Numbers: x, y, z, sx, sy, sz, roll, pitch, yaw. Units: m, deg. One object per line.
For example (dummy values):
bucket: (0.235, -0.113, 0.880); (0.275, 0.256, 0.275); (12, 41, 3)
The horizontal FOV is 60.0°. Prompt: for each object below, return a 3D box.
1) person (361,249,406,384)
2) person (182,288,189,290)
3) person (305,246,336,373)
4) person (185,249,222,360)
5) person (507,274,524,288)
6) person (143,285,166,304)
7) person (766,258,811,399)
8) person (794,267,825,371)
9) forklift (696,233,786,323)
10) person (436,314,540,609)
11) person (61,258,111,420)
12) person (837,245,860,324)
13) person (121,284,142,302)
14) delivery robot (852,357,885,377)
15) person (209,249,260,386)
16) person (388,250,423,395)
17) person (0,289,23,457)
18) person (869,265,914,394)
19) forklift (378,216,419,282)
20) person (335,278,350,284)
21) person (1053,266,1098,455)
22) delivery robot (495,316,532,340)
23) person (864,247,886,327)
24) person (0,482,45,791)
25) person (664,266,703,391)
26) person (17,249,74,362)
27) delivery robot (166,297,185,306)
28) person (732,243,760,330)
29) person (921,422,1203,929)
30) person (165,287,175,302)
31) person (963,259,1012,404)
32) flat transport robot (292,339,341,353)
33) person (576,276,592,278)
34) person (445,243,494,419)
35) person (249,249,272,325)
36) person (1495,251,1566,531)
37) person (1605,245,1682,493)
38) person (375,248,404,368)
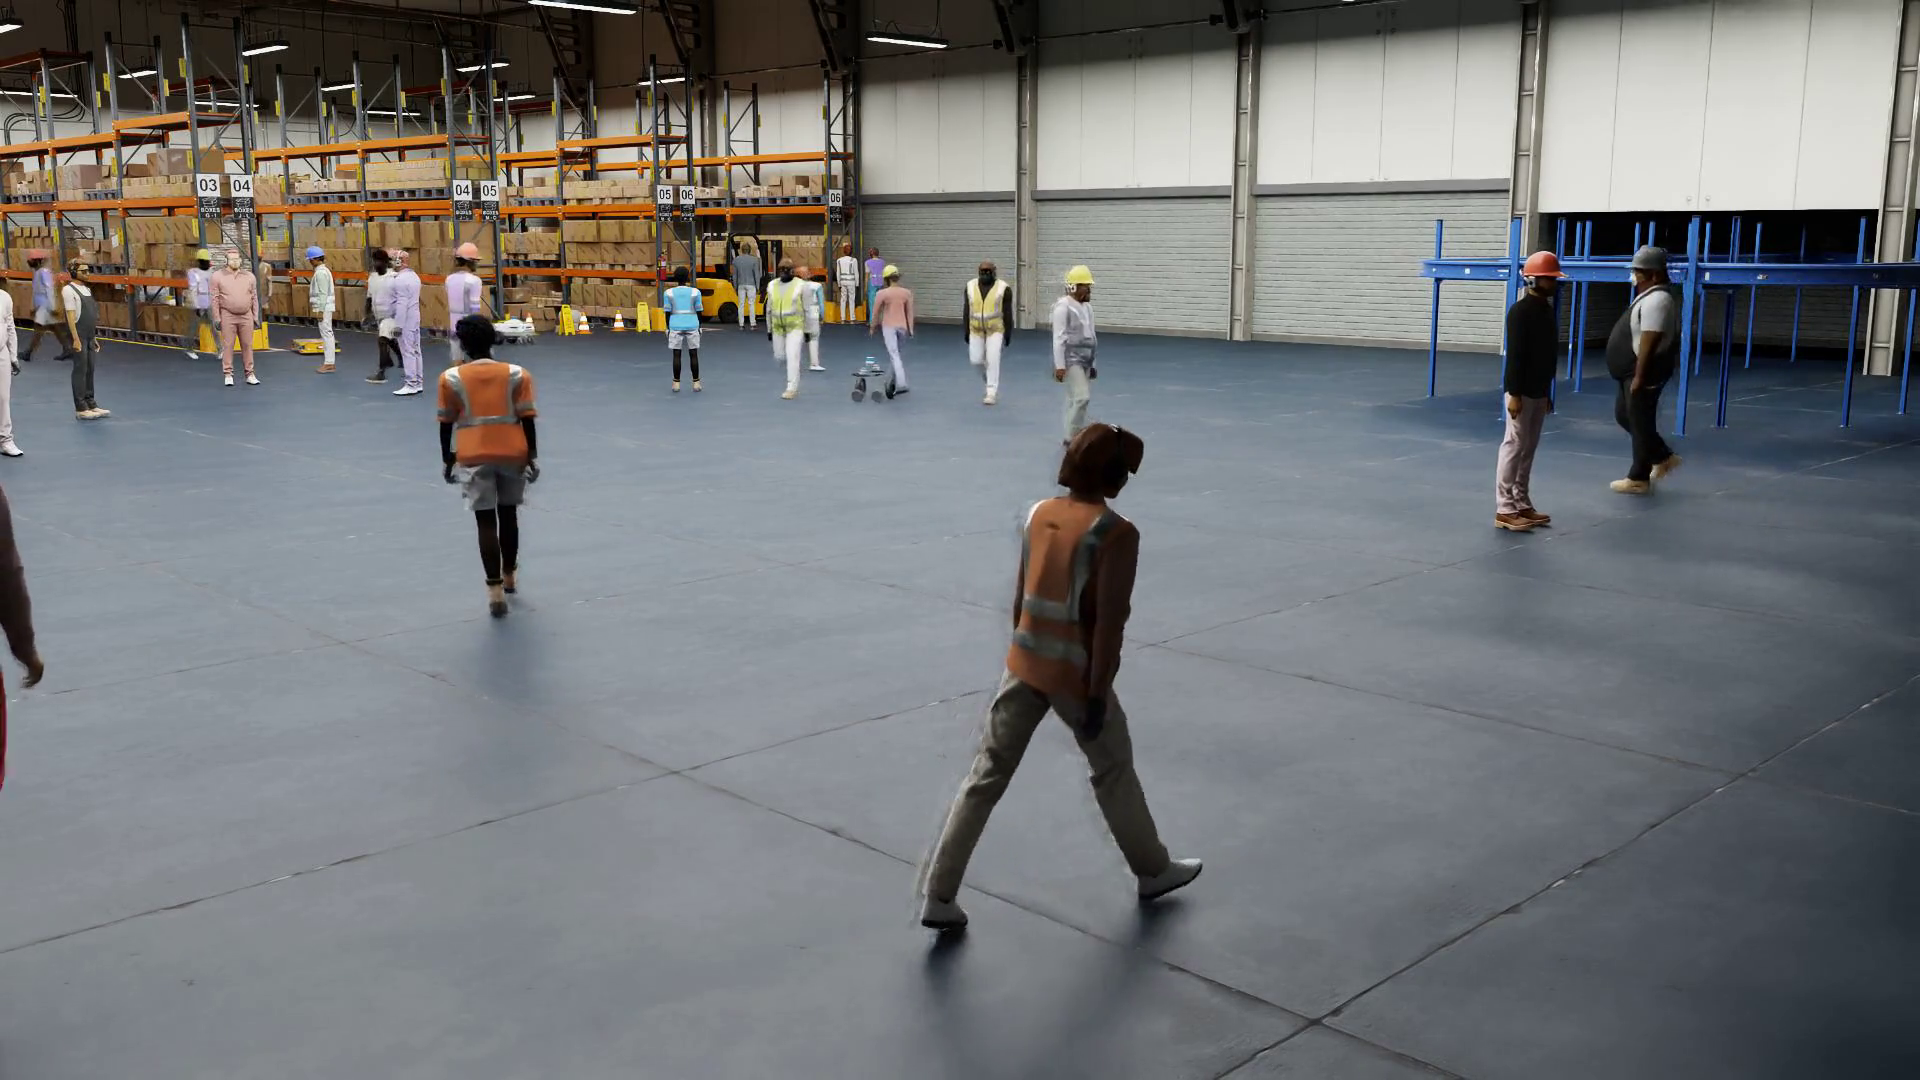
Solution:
person: (-8.299, -3.273, 24.220); (0.607, 1.927, 0.963); (7, 13, 35)
person: (-21.718, -7.336, 46.468); (0.854, 1.886, 0.598); (6, 12, 28)
person: (-9.888, -3.573, 25.789); (0.397, 1.939, 0.602); (-3, 11, -17)
person: (-12.932, -4.017, 28.392); (0.984, 1.886, 0.586); (6, 12, 29)
person: (-12.108, -7.126, 45.029); (1.051, 2.001, 0.619); (10, 14, 44)
person: (-18.032, -5.539, 37.275); (0.531, 1.659, 0.861); (-10, 14, -43)
person: (-2.227, -2.780, 21.820); (0.635, 1.815, 0.650); (4, 11, 20)
person: (-2.416, -3.446, 25.986); (0.611, 1.617, 0.352); (2, 11, 12)
forklift: (-5.496, -6.489, 41.108); (2.313, 2.155, 1.214); (-10, 14, -44)
person: (-2.701, -0.459, 9.539); (0.551, 1.649, 0.818); (-5, 11, -24)
person: (-10.166, -2.336, 19.300); (0.345, 1.846, 0.507); (-1, 10, -5)
person: (-2.667, -6.111, 39.781); (0.584, 1.882, 0.346); (5, 12, 27)
person: (-20.953, -6.402, 42.051); (0.497, 1.633, 0.283); (-8, 13, -37)
delivery robot: (-1.169, -2.253, 21.521); (0.335, 0.223, 0.698); (3, 11, 16)
person: (-10.259, -3.156, 23.590); (0.641, 1.913, 0.408); (-8, 13, -39)
person: (-7.414, -2.897, 22.189); (0.406, 1.911, 0.637); (0, 10, 1)
person: (-9.293, -1.735, 15.845); (0.409, 1.913, 0.642); (8, 13, 38)
person: (-0.897, -2.828, 22.367); (0.536, 1.700, 0.953); (-5, 12, -26)
forklift: (-17.868, -9.201, 54.028); (1.873, 2.768, 1.129); (-10, 14, -44)
person: (-18.362, -7.886, 49.312); (0.640, 1.934, 0.979); (6, 12, 29)
person: (1.154, -1.697, 15.873); (0.497, 1.819, 0.619); (6, 12, 30)
delivery robot: (-8.690, -4.121, 32.402); (0.707, 0.478, 0.477); (5, 12, 22)
person: (-1.960, -5.895, 38.731); (0.563, 1.838, 0.378); (-8, 13, -39)
person: (-3.064, 0.354, 4.910); (0.535, 1.740, 0.761); (-2, 11, -11)
person: (-3.756, -2.875, 22.638); (0.535, 1.699, 0.318); (-2, 11, -10)
person: (-15.450, -3.932, 27.901); (1.005, 1.878, 0.574); (-9, 14, -40)
delivery robot: (-20.121, -5.990, 42.605); (0.477, 0.478, 0.707); (-8, 13, -39)
person: (-4.787, -5.684, 37.310); (0.635, 1.933, 0.352); (2, 11, 11)
person: (0.295, 0.416, 5.101); (1.019, 1.552, 0.531); (-8, 13, -38)
person: (-21.418, -7.109, 45.341); (0.587, 1.849, 0.836); (7, 13, 35)
person: (0.361, -2.646, 21.074); (0.647, 1.814, 0.572); (3, 11, 15)
flat transport robot: (-11.727, -3.538, 30.265); (0.652, 0.197, 1.431); (-6, 12, -28)
person: (-10.331, -7.110, 45.643); (0.483, 1.737, 0.320); (4, 11, 20)
person: (-5.676, -2.447, 19.458); (0.615, 2.011, 0.862); (6, 12, 31)
person: (-14.536, -5.129, 34.441); (0.544, 1.897, 0.913); (-5, 12, -27)
person: (4.146, -1.083, 12.059); (0.395, 1.994, 0.612); (9, 14, 41)
person: (5.620, -1.390, 13.725); (0.571, 2.000, 0.678); (4, 11, 20)
person: (-9.070, -3.696, 26.563); (0.555, 1.912, 0.829); (-2, 11, -9)
